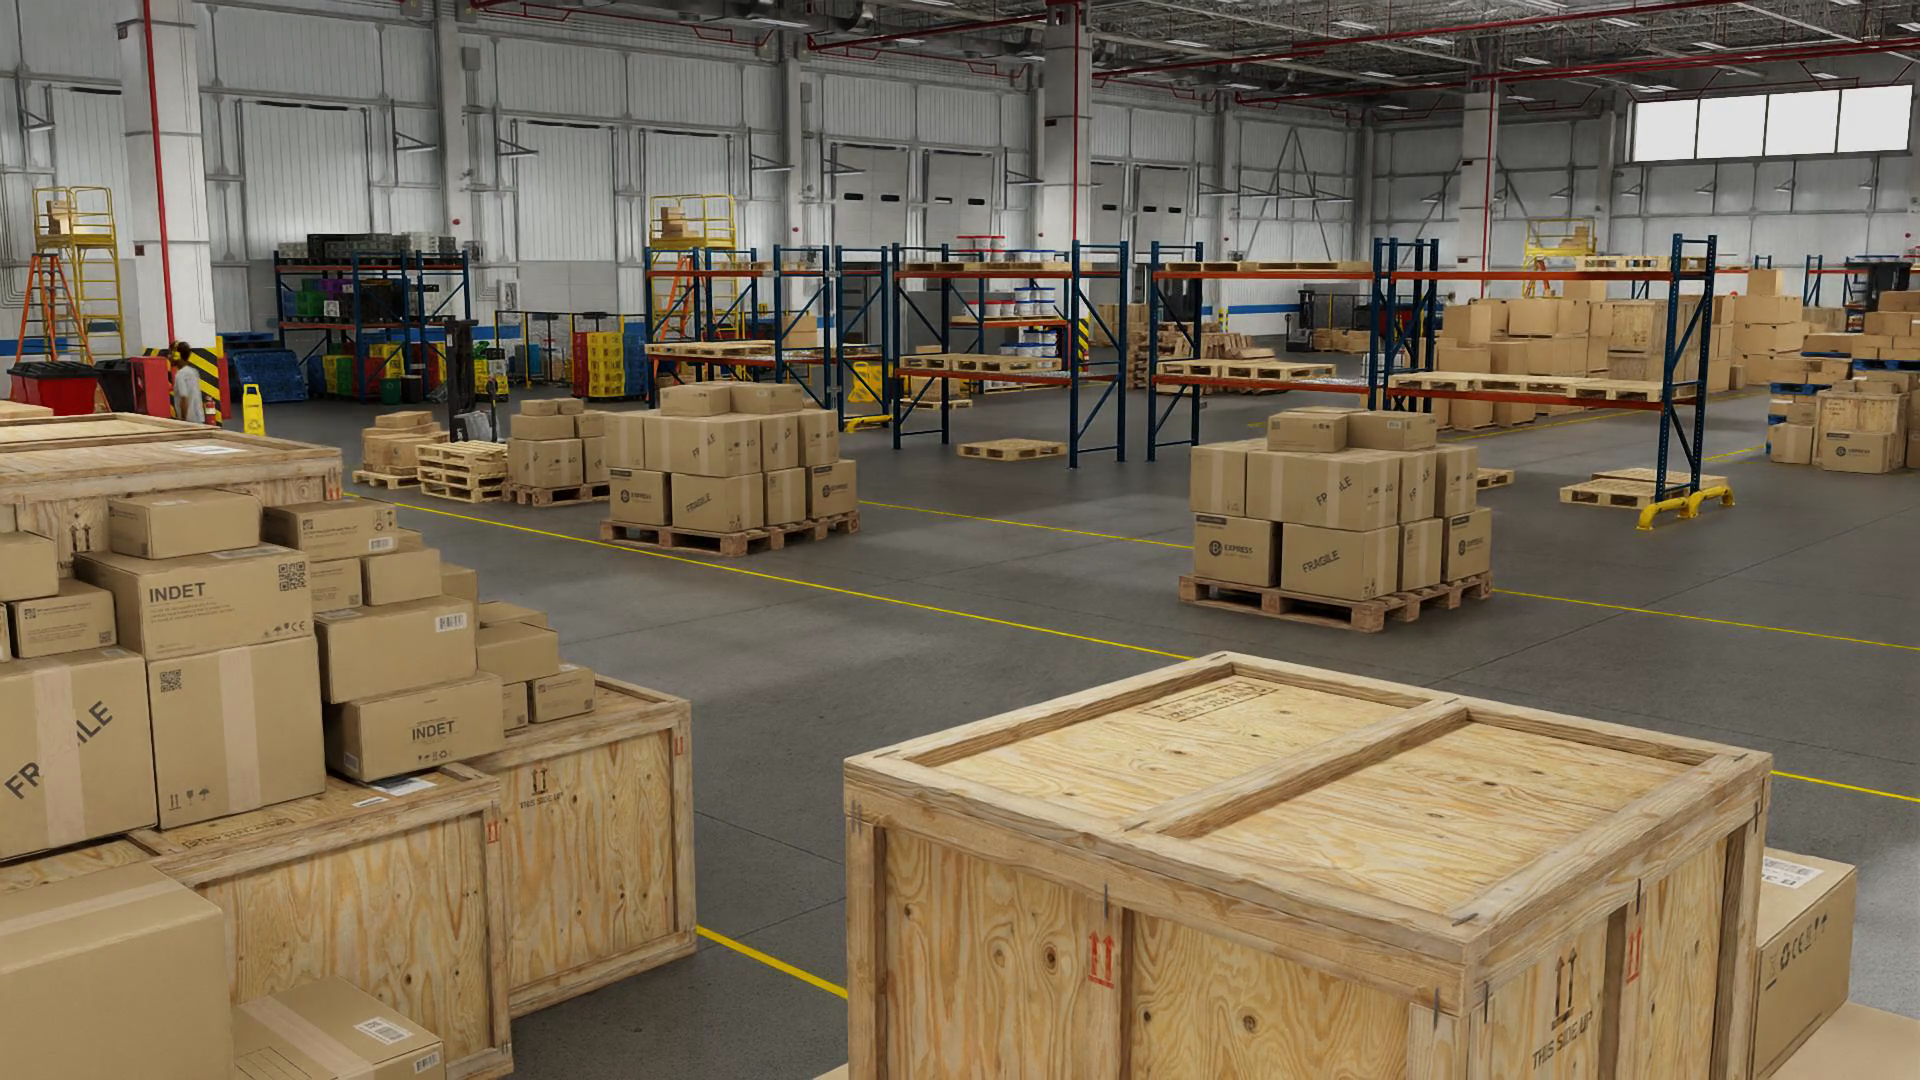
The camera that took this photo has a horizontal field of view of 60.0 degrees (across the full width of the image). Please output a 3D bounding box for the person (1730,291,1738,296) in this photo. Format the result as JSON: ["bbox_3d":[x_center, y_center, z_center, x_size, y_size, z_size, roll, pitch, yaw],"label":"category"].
[{"bbox_3d":[25.344,-7.210,54.647,0.377,1.932,0.548,-4,10,-22],"label":"person"}]

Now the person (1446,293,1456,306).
[{"bbox_3d":[15.937,-7.073,53.974,0.371,1.897,0.753,6,11,32],"label":"person"}]

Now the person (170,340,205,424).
[{"bbox_3d":[-8.586,-1.283,18.512,0.314,1.868,0.537,-1,9,-6],"label":"person"}]

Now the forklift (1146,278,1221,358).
[{"bbox_3d":[6.364,-6.425,46.939,1.873,2.768,1.129,9,13,43],"label":"forklift"}]

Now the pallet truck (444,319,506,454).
[{"bbox_3d":[-6.981,-1.942,22.150,1.885,1.965,0.823,1,9,9],"label":"pallet truck"}]

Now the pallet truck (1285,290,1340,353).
[{"bbox_3d":[11.297,-6.951,52.861,1.885,1.965,0.823,-5,11,-29],"label":"pallet truck"}]

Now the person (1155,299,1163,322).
[{"bbox_3d":[6.644,-7.301,56.107,0.519,1.641,0.322,9,13,44],"label":"person"}]

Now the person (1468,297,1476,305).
[{"bbox_3d":[12.942,-5.161,42.068,0.634,1.938,0.355,-3,10,-15],"label":"person"}]

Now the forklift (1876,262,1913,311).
[{"bbox_3d":[23.386,-5.574,41.721,1.129,2.768,1.873,-6,11,-31],"label":"forklift"}]
